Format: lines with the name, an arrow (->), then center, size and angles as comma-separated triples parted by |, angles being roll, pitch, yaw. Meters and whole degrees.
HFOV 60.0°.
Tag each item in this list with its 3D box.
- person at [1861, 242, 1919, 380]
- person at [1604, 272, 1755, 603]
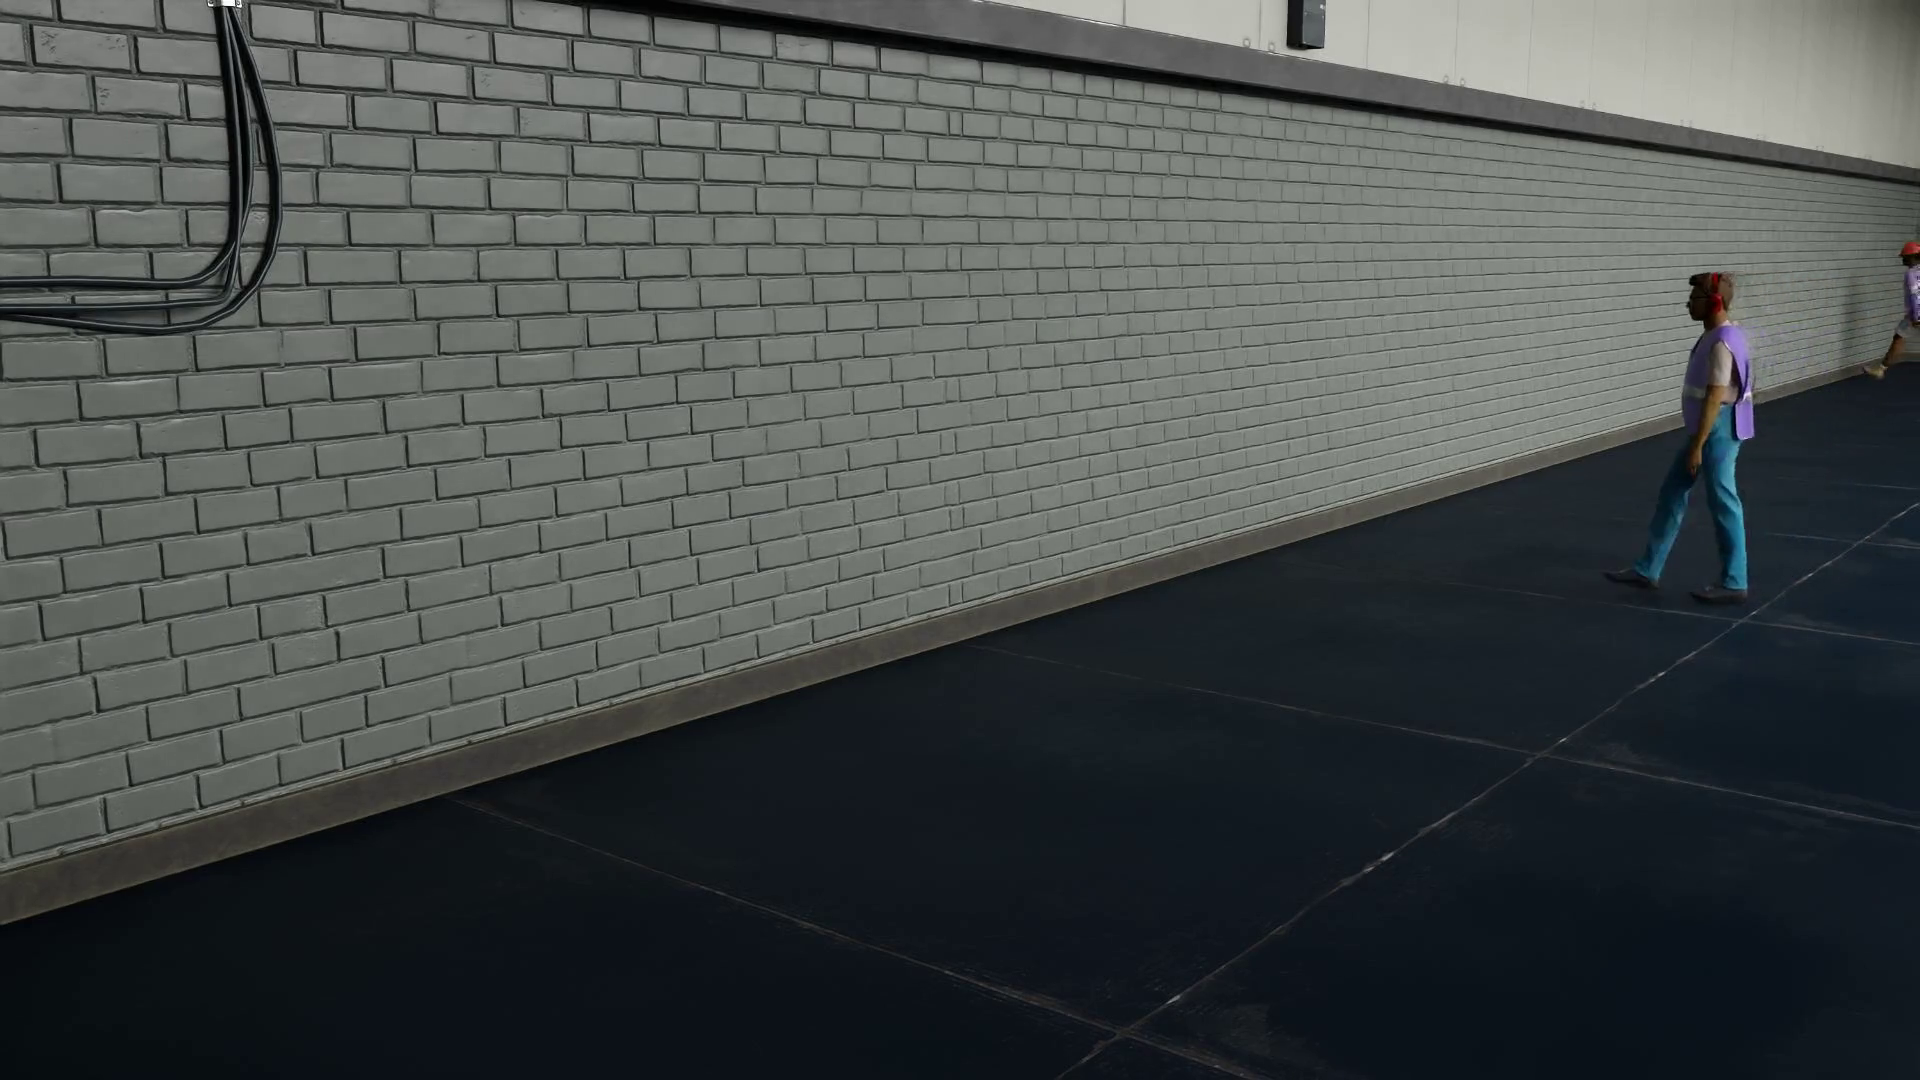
person -> 13.492, -3.223, 23.587 | 0.620, 1.960, 1.103 | -8, 13, -38
person -> 4.025, -0.564, 9.238 | 0.854, 1.813, 0.606 | 3, 11, 16
